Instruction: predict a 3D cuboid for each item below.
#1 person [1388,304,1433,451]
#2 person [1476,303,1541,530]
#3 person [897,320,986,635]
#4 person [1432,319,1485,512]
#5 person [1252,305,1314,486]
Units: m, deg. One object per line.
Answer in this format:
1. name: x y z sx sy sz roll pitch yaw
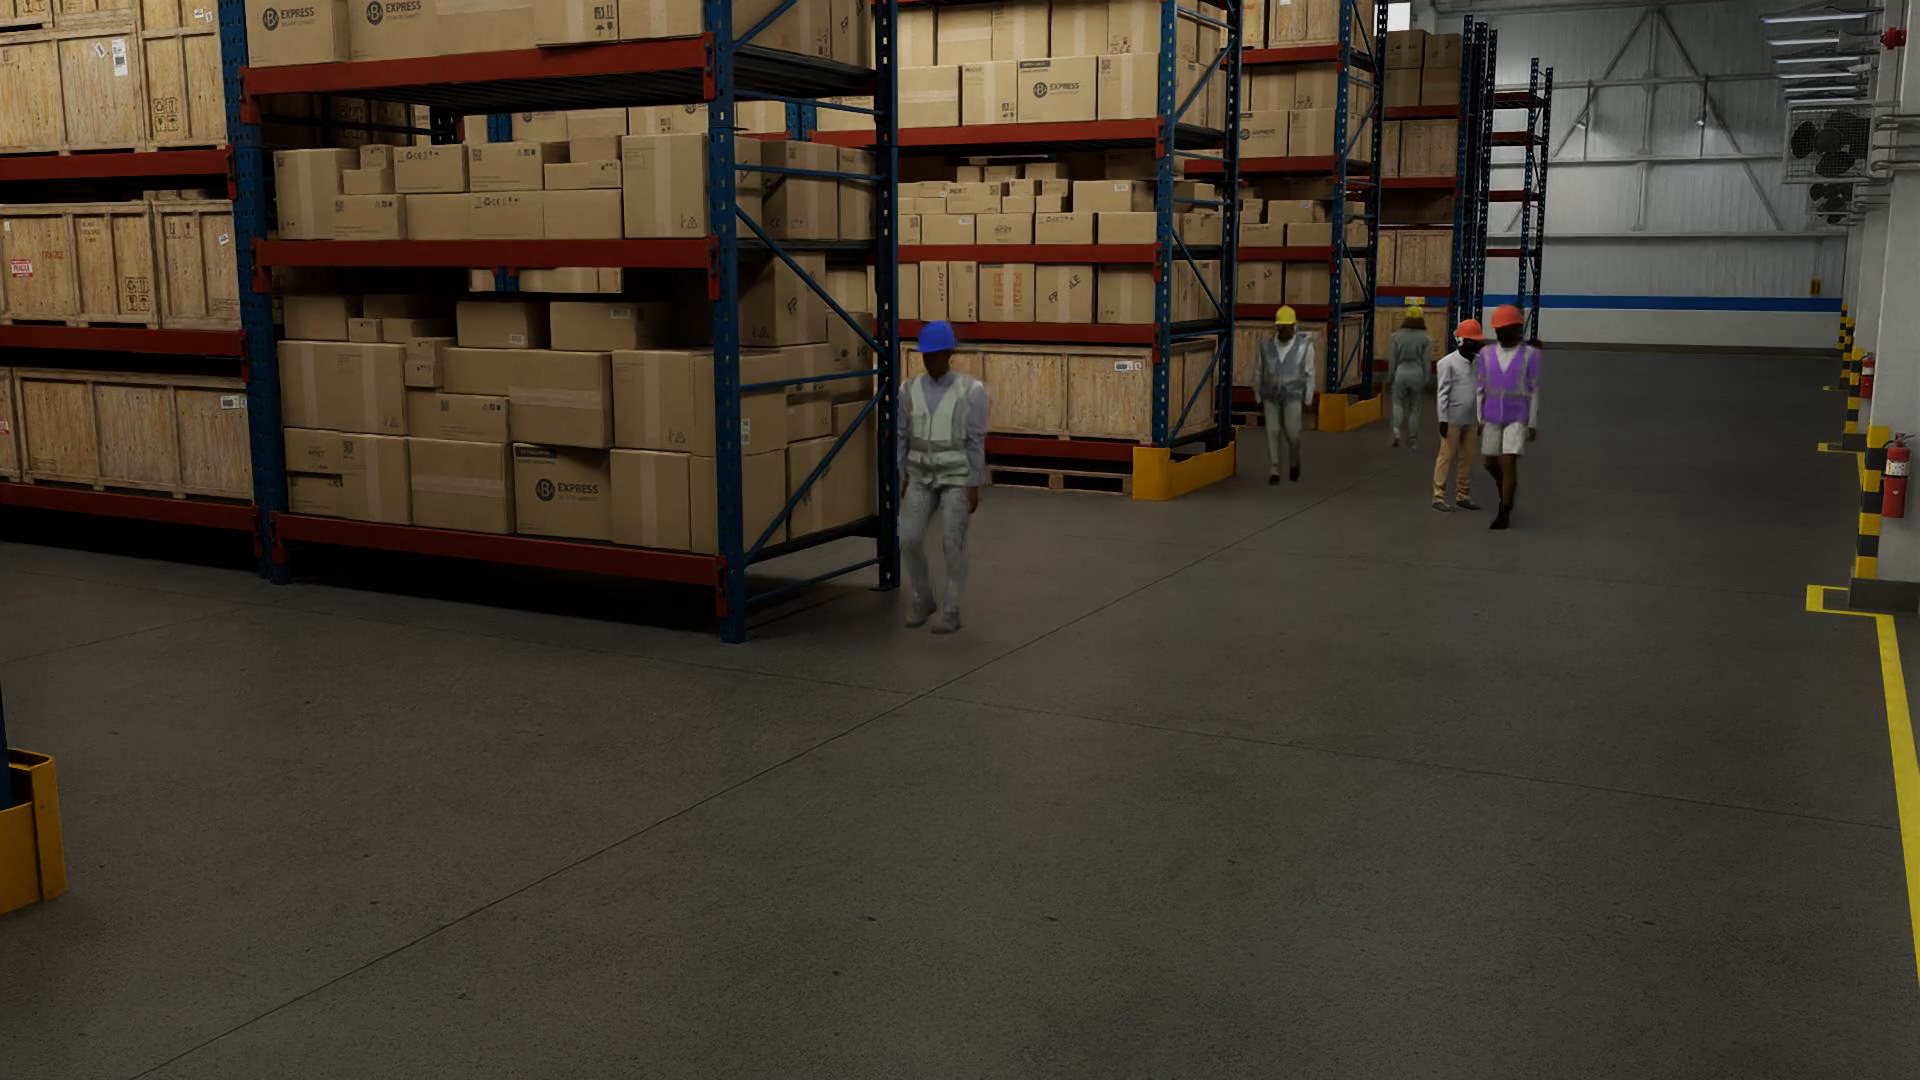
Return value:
1. person: 5.308 -1.905 19.600 0.509 1.727 0.368 4 11 23
2. person: 4.690 -1.064 14.213 0.544 1.916 0.653 7 12 35
3. person: -0.127 -0.371 10.159 0.608 1.932 0.448 4 11 21
4. person: 4.546 -1.118 15.013 0.566 1.742 0.351 -5 11 -27
5. person: 3.237 -1.443 16.695 0.600 1.815 0.417 3 10 19
